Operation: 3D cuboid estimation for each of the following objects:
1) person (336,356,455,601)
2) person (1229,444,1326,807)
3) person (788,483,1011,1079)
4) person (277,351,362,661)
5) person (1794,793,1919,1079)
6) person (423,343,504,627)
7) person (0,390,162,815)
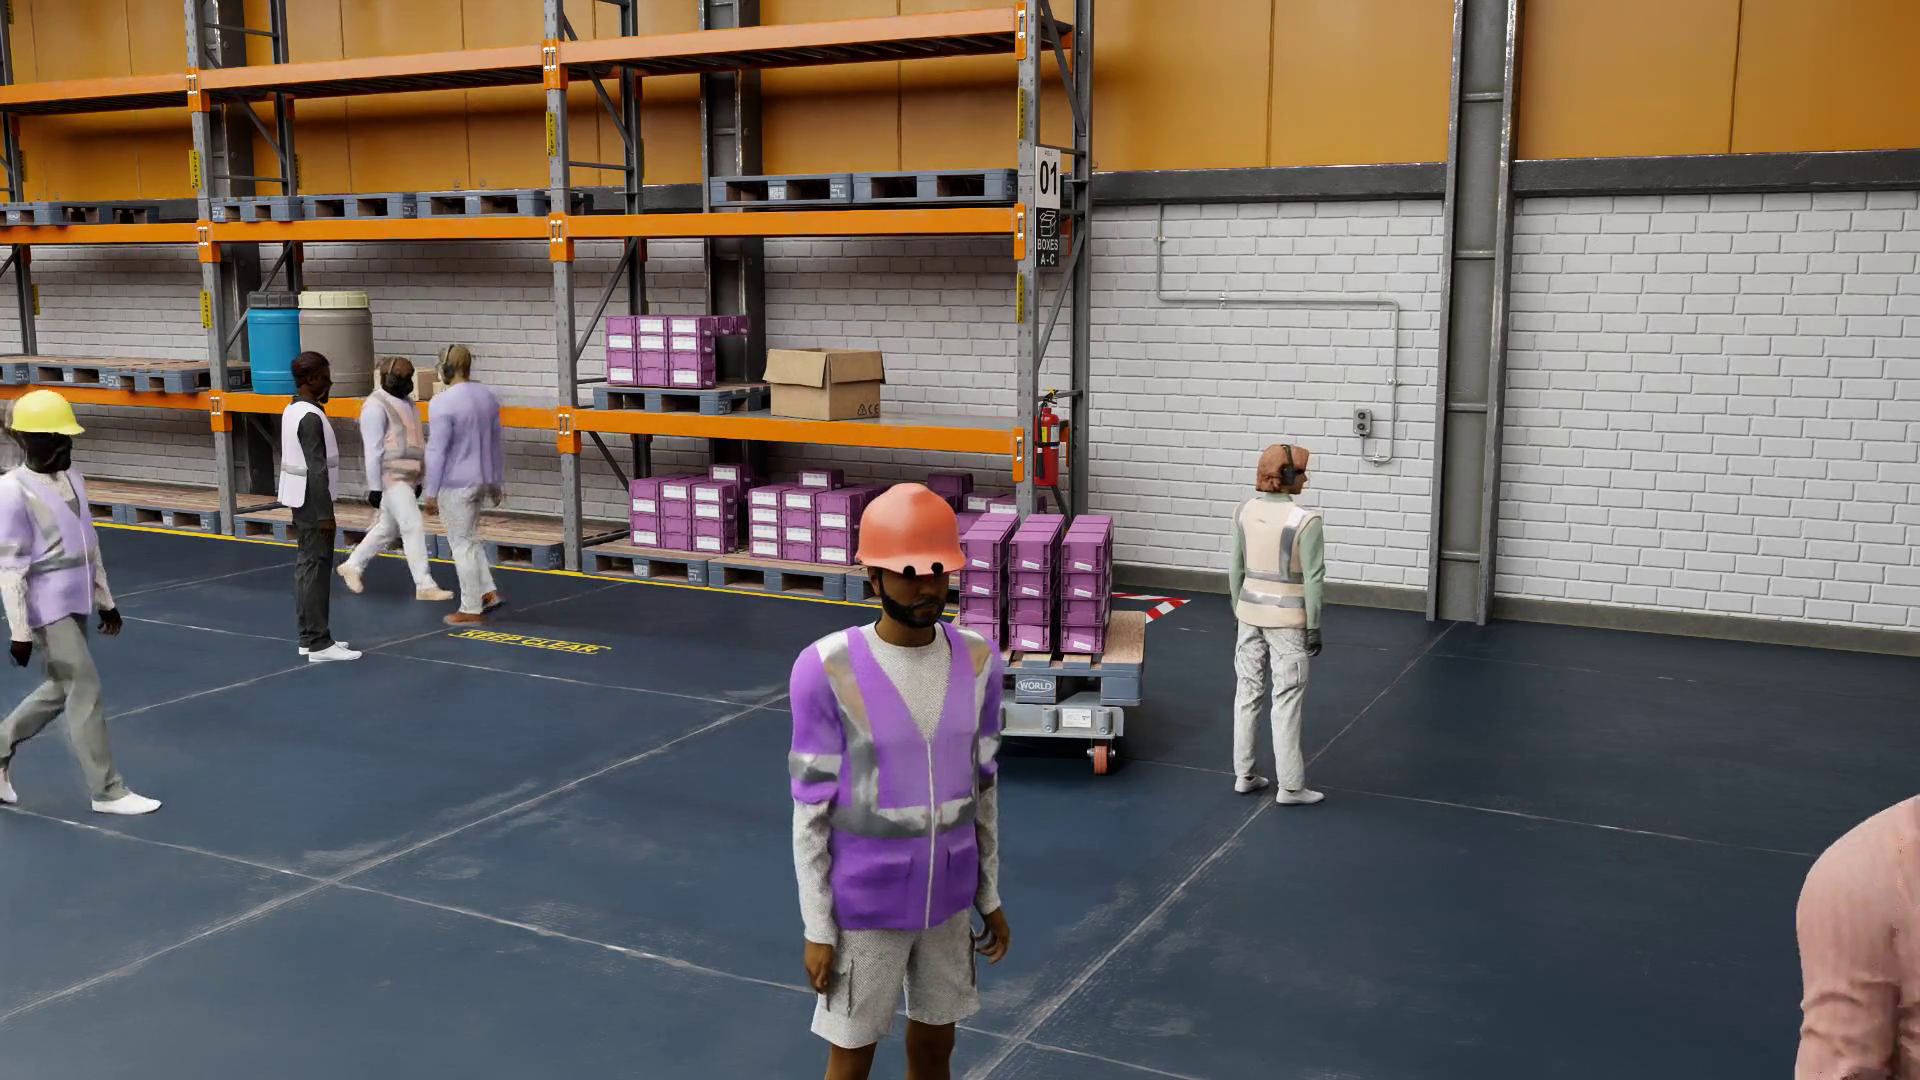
[{"bbox_3d":[-4.199,-0.450,12.204,0.914,1.801,0.630,1,9,6],"label":"person"},{"bbox_3d":[1.427,0.382,7.535,0.315,1.636,0.515,-7,12,-38],"label":"person"},{"bbox_3d":[-0.122,0.828,3.855,0.542,1.939,0.369,-5,11,-29],"label":"person"},{"bbox_3d":[-4.003,-0.205,10.298,0.391,1.916,0.590,-6,11,-32],"label":"person"},{"bbox_3d":[1.663,1.066,2.645,0.714,1.867,0.479,0,9,1],"label":"person"},{"bbox_3d":[-3.383,-0.363,11.247,0.436,1.926,0.647,3,10,17],"label":"person"},{"bbox_3d":[-4.031,0.284,7.321,0.855,1.902,0.586,-1,9,-4],"label":"person"}]
